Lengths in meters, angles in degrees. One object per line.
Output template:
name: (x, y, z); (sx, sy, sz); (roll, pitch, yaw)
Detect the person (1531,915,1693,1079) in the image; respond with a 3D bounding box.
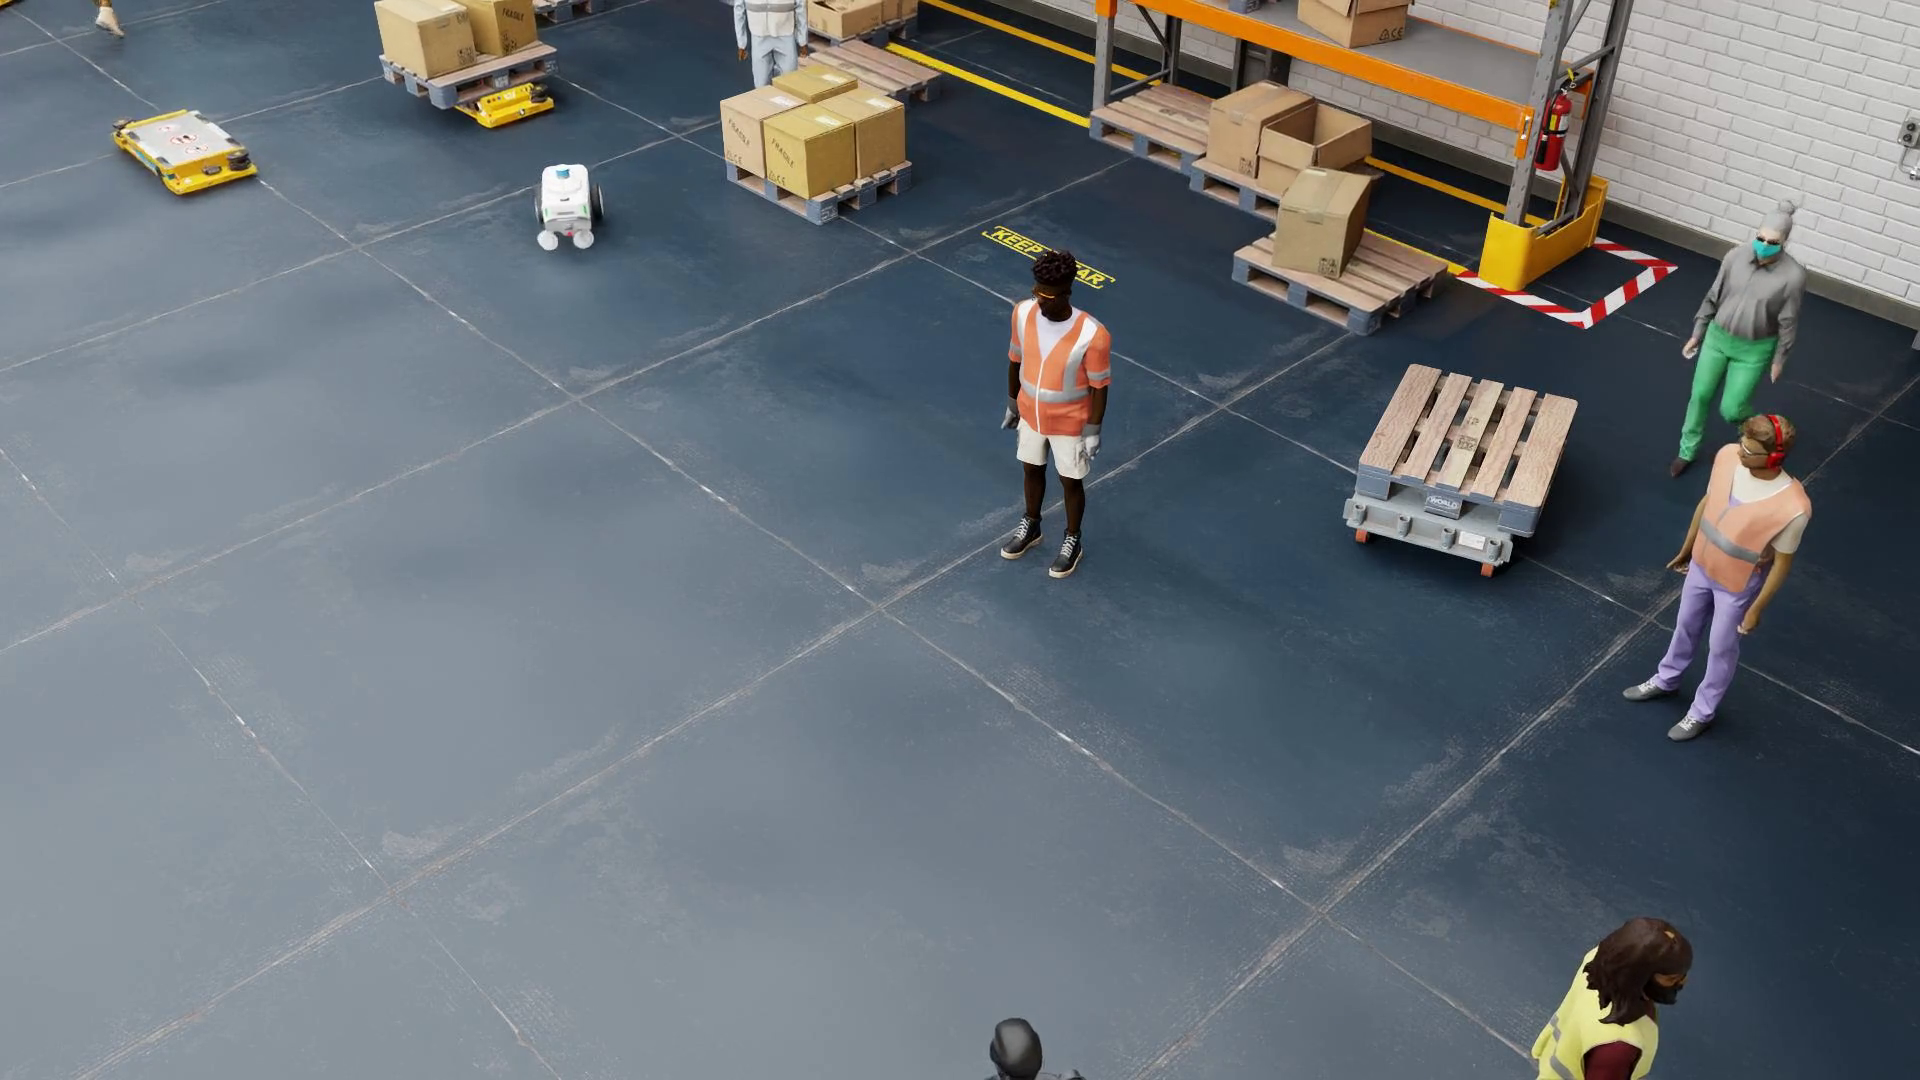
person: (2.145, 1.919, 5.747); (0.363, 1.769, 0.472); (10, 38, 13)

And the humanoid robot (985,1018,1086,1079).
humanoid robot: (0.203, 2.219, 5.457); (0.608, 1.646, 0.681); (-13, 39, -16)

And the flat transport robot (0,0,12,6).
flat transport robot: (-10.320, -5.658, 17.024); (1.431, 0.231, 0.659); (12, 39, 15)

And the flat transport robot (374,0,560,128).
flat transport robot: (-4.334, -4.057, 14.904); (1.431, 0.231, 0.659); (31, 47, 34)

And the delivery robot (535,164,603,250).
delivery robot: (-3.018, -2.584, 12.721); (0.525, 0.599, 0.771); (-7, 38, -9)

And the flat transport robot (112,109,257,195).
flat transport robot: (-6.475, -3.261, 13.851); (0.659, 0.231, 1.431); (-28, 45, -32)

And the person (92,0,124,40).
person: (-8.334, -5.742, 15.694); (0.660, 2.012, 0.744); (-7, 38, -9)

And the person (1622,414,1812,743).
person: (3.694, 0.175, 8.001); (0.390, 1.838, 0.563); (-13, 39, -16)

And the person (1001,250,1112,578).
person: (0.504, -0.679, 9.025); (0.612, 1.963, 0.361); (23, 43, 27)

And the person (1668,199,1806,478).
person: (4.628, -1.186, 9.813); (0.496, 1.824, 0.547); (-28, 45, -32)

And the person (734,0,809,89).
person: (-1.533, -4.134, 13.647); (0.599, 1.910, 0.393); (-2, 37, -2)
